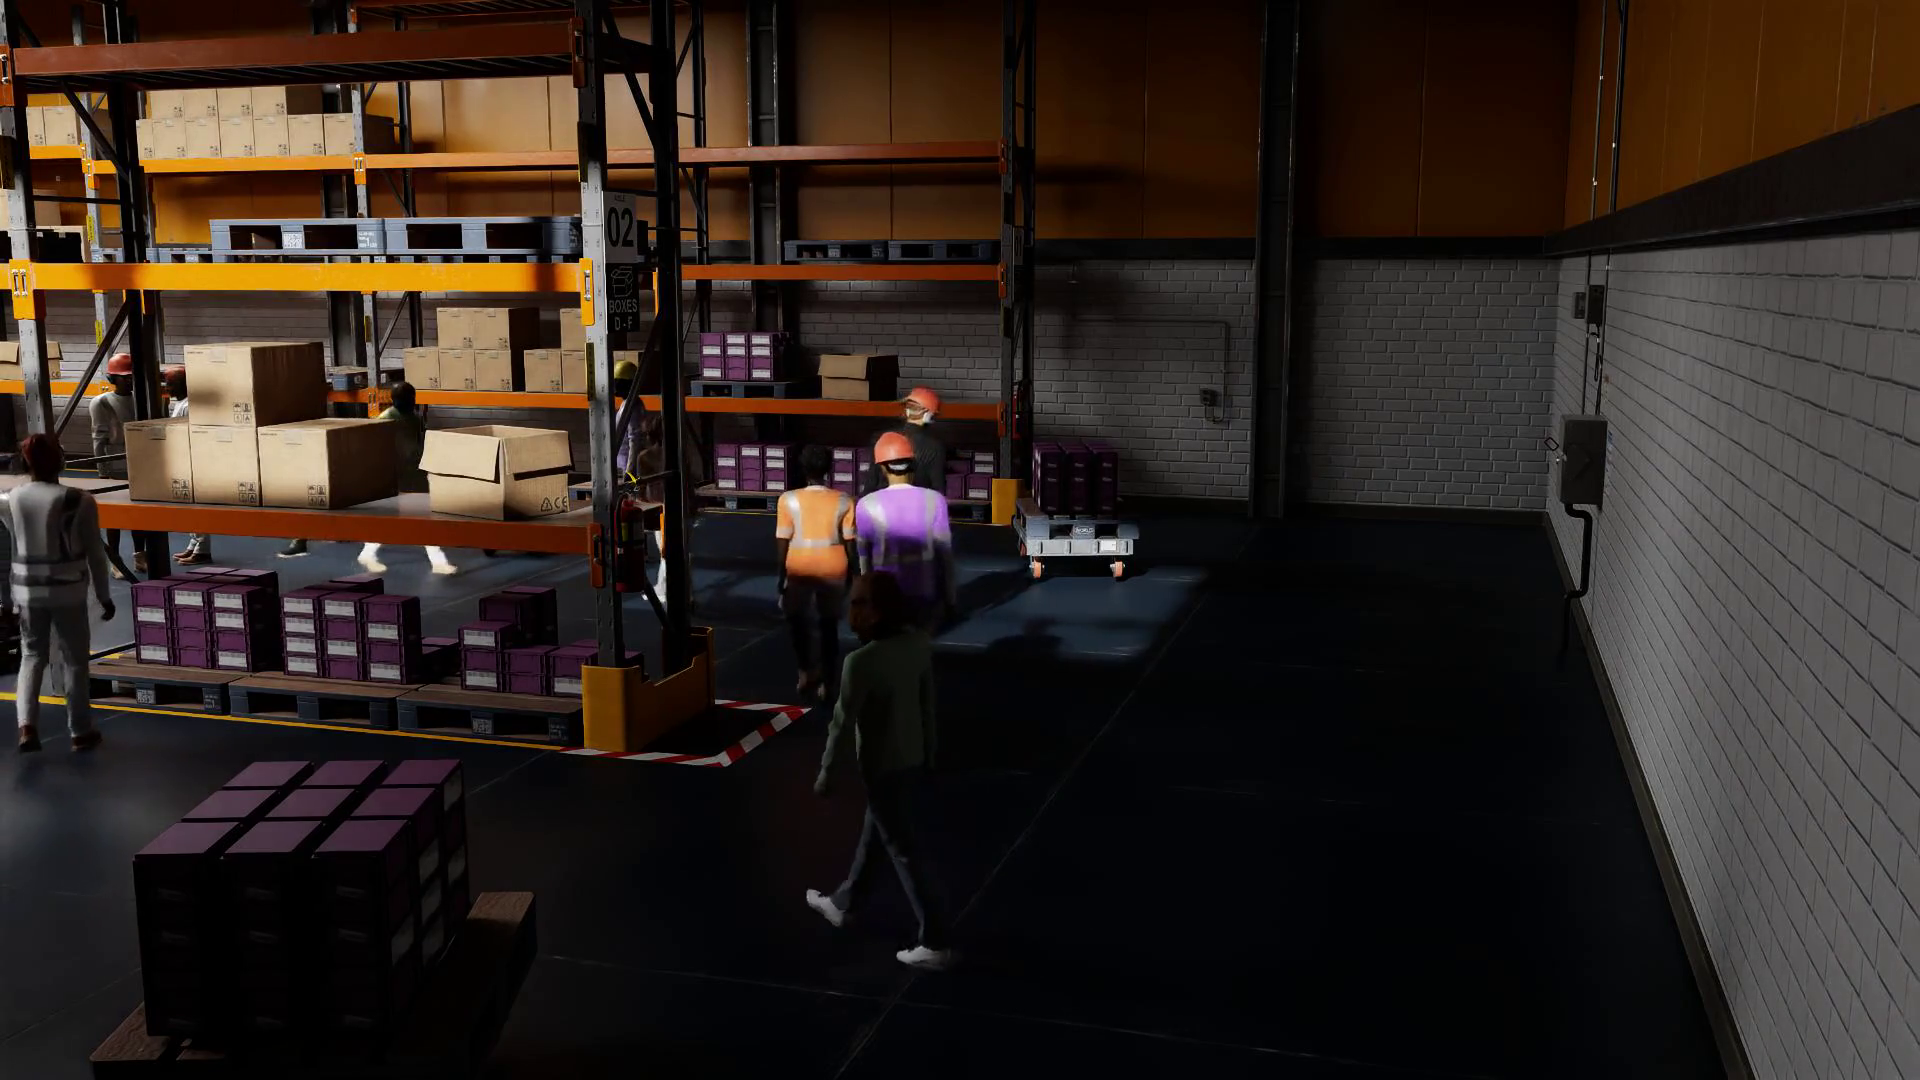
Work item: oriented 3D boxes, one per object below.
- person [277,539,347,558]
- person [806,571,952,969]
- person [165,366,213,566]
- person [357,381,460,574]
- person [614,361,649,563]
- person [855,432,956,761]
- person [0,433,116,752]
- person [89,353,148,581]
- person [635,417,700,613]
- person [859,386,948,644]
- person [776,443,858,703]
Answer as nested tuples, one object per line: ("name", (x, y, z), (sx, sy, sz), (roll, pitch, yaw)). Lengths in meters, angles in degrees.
("person", (-6.310, -0.794, 16.141), (0.727, 1.932, 0.638), (-9, 13, -43))
("person", (-0.354, 0.914, 6.757), (0.839, 1.586, 0.511), (6, 11, 33))
("person", (-7.305, -0.702, 15.735), (0.355, 1.884, 0.573), (-6, 11, -30))
("person", (-5.112, -0.562, 15.179), (0.939, 1.794, 0.647), (2, 10, 15))
("person", (-3.141, -0.737, 15.806), (0.360, 1.930, 0.589), (-2, 10, -15))
("person", (-0.314, 0.319, 9.624), (0.543, 1.859, 1.016), (-3, 10, -16))
("person", (-5.183, 0.318, 9.535), (0.586, 1.881, 0.490), (-1, 9, -7))
("person", (-7.496, -0.666, 15.027), (0.396, 2.042, 0.610), (5, 11, 27))
("person", (-2.359, -0.208, 13.611), (0.855, 1.592, 0.559), (8, 12, 41))
("person", (-0.404, -0.140, 12.118), (0.668, 1.946, 0.600), (4, 10, 24))
("person", (-0.924, 0.213, 10.741), (0.551, 1.680, 0.389), (-3, 10, -15))
